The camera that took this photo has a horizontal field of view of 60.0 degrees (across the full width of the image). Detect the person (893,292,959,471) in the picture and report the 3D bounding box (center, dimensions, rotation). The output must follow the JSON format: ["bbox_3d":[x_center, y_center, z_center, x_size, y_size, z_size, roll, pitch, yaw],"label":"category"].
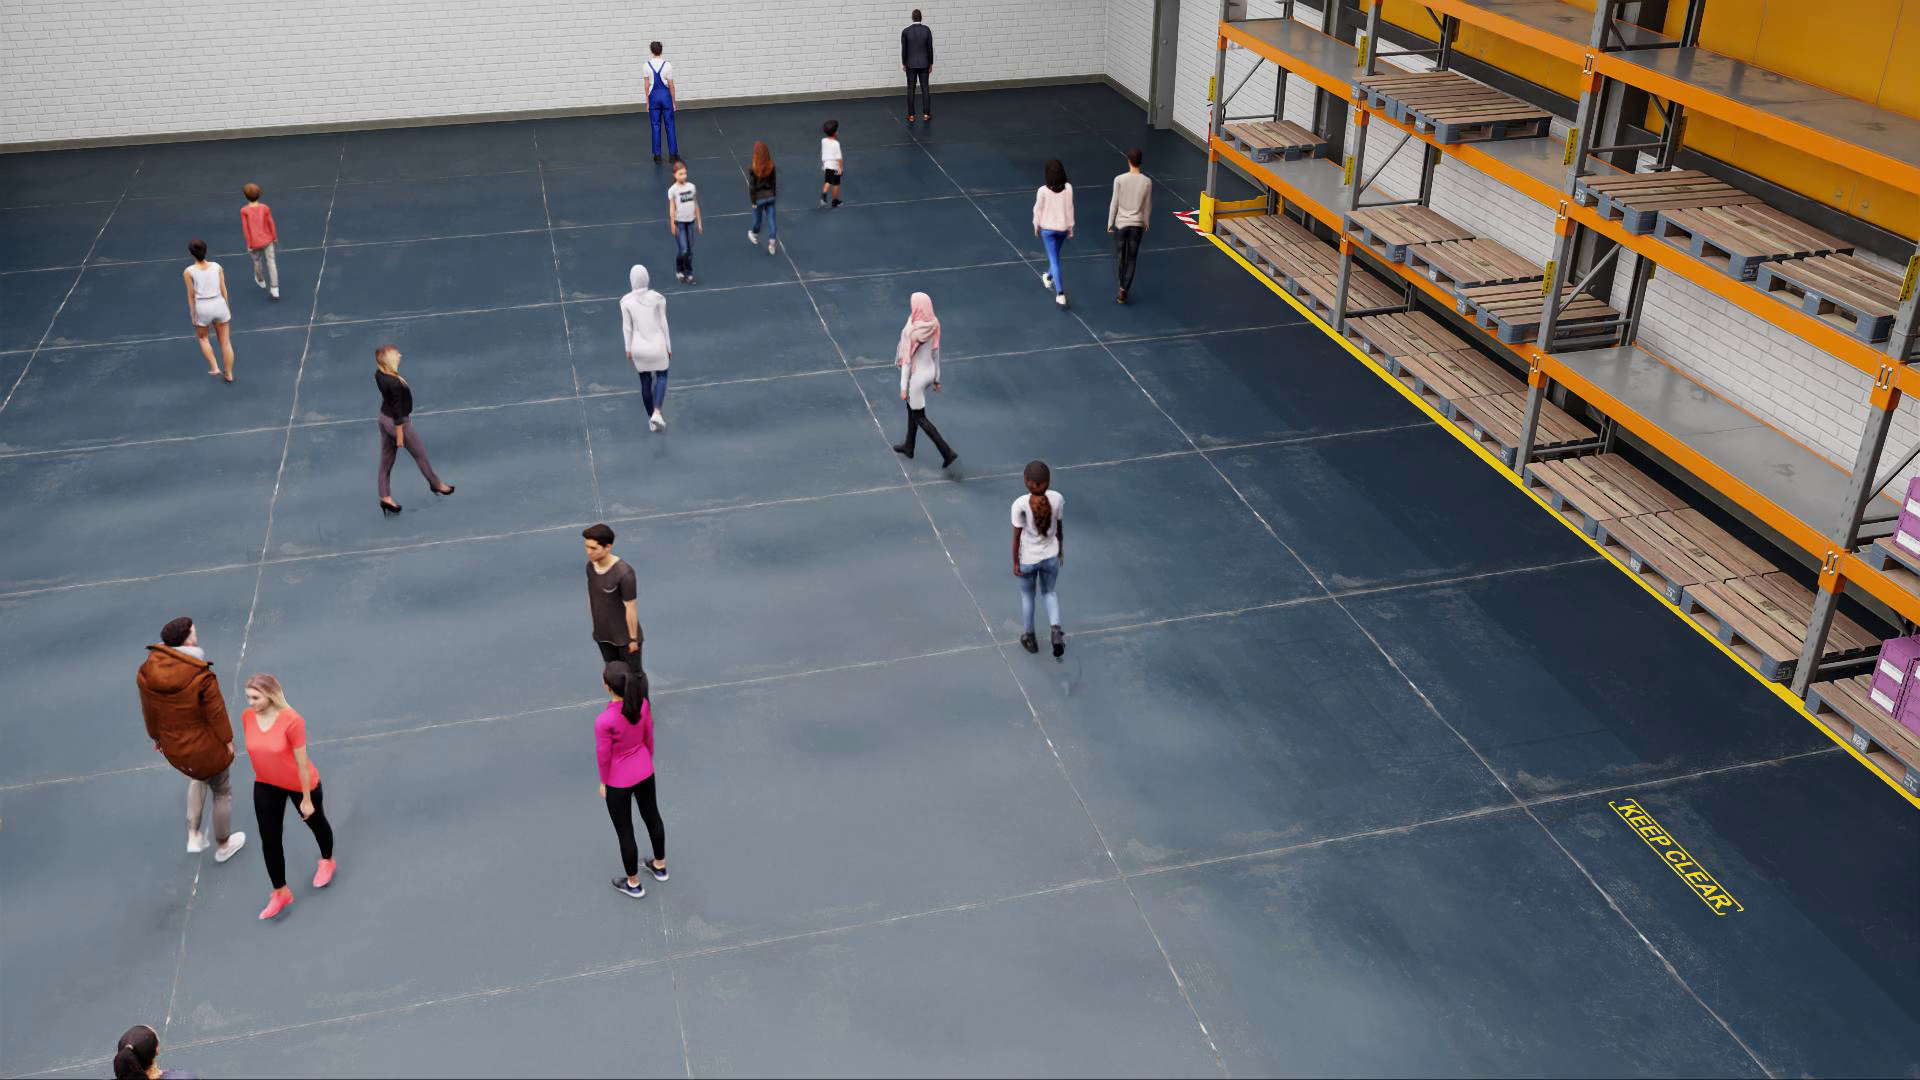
[{"bbox_3d":[-0.329,-1.507,16.091,1.217,1.776,1.029,23,36,36],"label":"person"}]

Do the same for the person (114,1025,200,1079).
[{"bbox_3d":[-3.774,3.017,7.944,0.613,1.636,0.593,-5,29,-9],"label":"person"}]

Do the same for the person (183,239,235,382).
[{"bbox_3d":[-8.098,-2.462,18.025,0.679,1.600,0.710,-20,35,-32],"label":"person"}]

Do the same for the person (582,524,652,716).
[{"bbox_3d":[-2.513,0.625,12.250,0.676,1.711,0.749,17,33,29],"label":"person"}]

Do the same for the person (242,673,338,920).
[{"bbox_3d":[-4.241,1.526,10.643,0.818,1.669,0.982,3,29,6],"label":"person"}]

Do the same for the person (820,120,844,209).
[{"bbox_3d":[-1.860,-5.328,23.641,0.676,1.253,0.731,17,33,28],"label":"person"}]

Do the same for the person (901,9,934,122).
[{"bbox_3d":[-0.706,-7.963,27.874,0.744,1.826,0.690,-1,29,-1],"label":"person"}]

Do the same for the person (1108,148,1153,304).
[{"bbox_3d":[2.058,-3.765,20.191,0.918,1.815,1.109,3,29,5],"label":"person"}]

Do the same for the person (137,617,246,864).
[{"bbox_3d":[-4.995,1.365,10.778,0.849,1.823,0.872,4,29,8],"label":"person"}]

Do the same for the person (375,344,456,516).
[{"bbox_3d":[-5.262,-0.978,15.263,0.980,1.640,0.938,25,37,38],"label":"person"}]

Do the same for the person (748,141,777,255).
[{"bbox_3d":[-2.550,-4.481,21.883,0.648,1.450,0.933,-11,31,-20],"label":"person"}]

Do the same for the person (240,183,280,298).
[{"bbox_3d":[-8.570,-3.646,20.423,0.718,1.382,0.993,-17,33,-28],"label":"person"}]

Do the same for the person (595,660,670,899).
[{"bbox_3d":[-2.104,1.515,10.632,0.716,1.698,0.676,21,35,34],"label":"person"}]

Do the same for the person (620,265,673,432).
[{"bbox_3d":[-3.152,-1.893,16.811,0.705,1.764,0.788,-1,29,-2],"label":"person"}]

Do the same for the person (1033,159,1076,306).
[{"bbox_3d":[1.159,-3.685,20.155,0.642,1.708,1.160,-6,29,-12],"label":"person"}]

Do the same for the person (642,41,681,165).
[{"bbox_3d":[-4.622,-6.755,25.637,0.664,1.847,0.622,-2,29,-4],"label":"person"}]

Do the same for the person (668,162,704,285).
[{"bbox_3d":[-3.495,-4.003,20.897,0.621,1.555,0.668,-21,35,-33],"label":"person"}]

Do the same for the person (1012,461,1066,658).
[{"bbox_3d":[0.649,0.190,13.046,0.608,1.712,0.819,-9,30,-15],"label":"person"}]
